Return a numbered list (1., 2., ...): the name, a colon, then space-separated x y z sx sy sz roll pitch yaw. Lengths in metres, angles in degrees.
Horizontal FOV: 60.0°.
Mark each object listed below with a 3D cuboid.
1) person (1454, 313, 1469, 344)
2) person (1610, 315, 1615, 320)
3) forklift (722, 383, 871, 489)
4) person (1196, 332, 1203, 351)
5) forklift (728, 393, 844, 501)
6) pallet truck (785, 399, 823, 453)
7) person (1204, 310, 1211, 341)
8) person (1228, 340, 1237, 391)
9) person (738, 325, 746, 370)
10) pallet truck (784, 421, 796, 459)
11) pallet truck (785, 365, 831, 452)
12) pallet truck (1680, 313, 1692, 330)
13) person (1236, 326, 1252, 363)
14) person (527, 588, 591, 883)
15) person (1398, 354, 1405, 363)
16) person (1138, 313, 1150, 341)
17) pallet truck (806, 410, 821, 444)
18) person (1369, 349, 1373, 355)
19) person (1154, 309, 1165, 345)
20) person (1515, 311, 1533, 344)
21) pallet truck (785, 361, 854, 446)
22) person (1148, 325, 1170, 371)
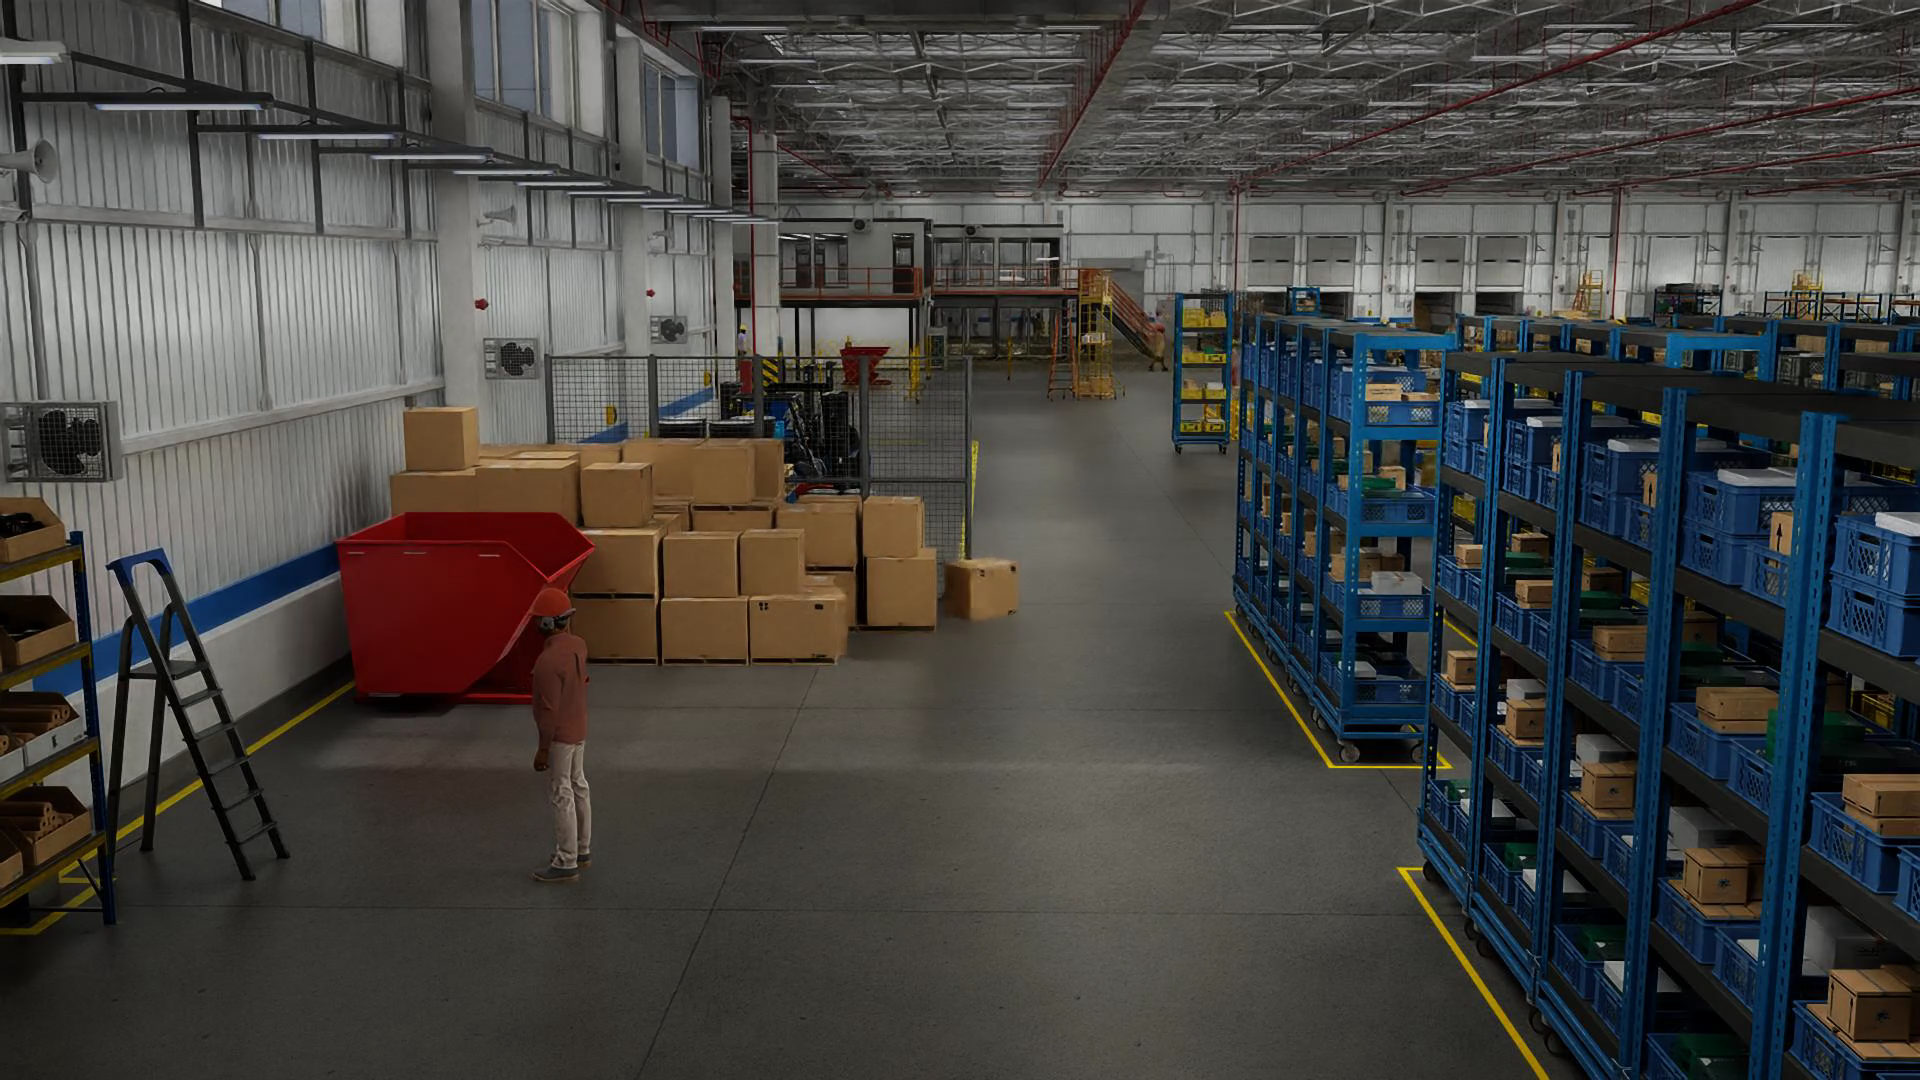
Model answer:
1. person: 27.037 -11.354 89.943 0.960 1.789 0.655 4 10 23
2. person: 32.505 -10.258 82.955 0.313 1.869 0.528 8 12 41
3. forklift: -2.893 -1.687 28.729 2.680 1.987 1.157 0 9 -1
4. person: 12.358 -10.673 85.309 0.377 1.932 0.552 5 10 28
5. forklift: -2.979 -1.316 26.476 2.680 1.987 1.157 0 9 1
6. pallet truck: -3.814 -2.432 36.419 1.630 1.274 0.653 0 9 1
7. person: 14.325 -12.548 97.066 0.987 1.882 0.596 4 10 25
8. person: 9.277 -5.969 56.845 0.446 1.749 0.555 2 9 13
9. person: -8.719 -7.652 66.696 0.386 1.928 0.589 -5 11 -29
10. pallet truck: -4.013 -1.793 32.705 1.601 1.201 0.680 0 9 1
11. pallet truck: -3.774 -2.976 37.635 1.885 1.965 0.823 1 9 5
12. pallet truck: 36.315 -10.531 84.244 0.823 1.965 1.885 -6 11 -33
13. person: 12.500 -8.682 72.799 0.795 2.016 0.633 -2 9 -9
14. person: -2.702 1.308 11.219 0.377 1.995 0.608 1 9 9
15. person: 11.952 -4.097 44.969 0.517 1.865 0.328 -4 10 -26
16. person: 10.637 -12.402 96.831 0.839 1.658 0.533 -3 10 -16
17. pallet truck: -3.559 -2.018 33.905 1.522 1.261 0.704 0 9 -1
18. person: 16.072 -7.305 64.210 0.539 2.000 0.702 3 10 21
19. person: 11.029 -11.800 92.167 0.628 1.969 0.815 6 11 35
20. person: 30.550 -11.423 89.950 1.001 1.946 0.660 5 10 27
21. pallet truck: -3.410 -3.193 38.978 1.885 1.965 0.823 0 9 -1
22. person: 8.102 -7.808 67.738 0.899 1.911 0.552 -2 9 -12
